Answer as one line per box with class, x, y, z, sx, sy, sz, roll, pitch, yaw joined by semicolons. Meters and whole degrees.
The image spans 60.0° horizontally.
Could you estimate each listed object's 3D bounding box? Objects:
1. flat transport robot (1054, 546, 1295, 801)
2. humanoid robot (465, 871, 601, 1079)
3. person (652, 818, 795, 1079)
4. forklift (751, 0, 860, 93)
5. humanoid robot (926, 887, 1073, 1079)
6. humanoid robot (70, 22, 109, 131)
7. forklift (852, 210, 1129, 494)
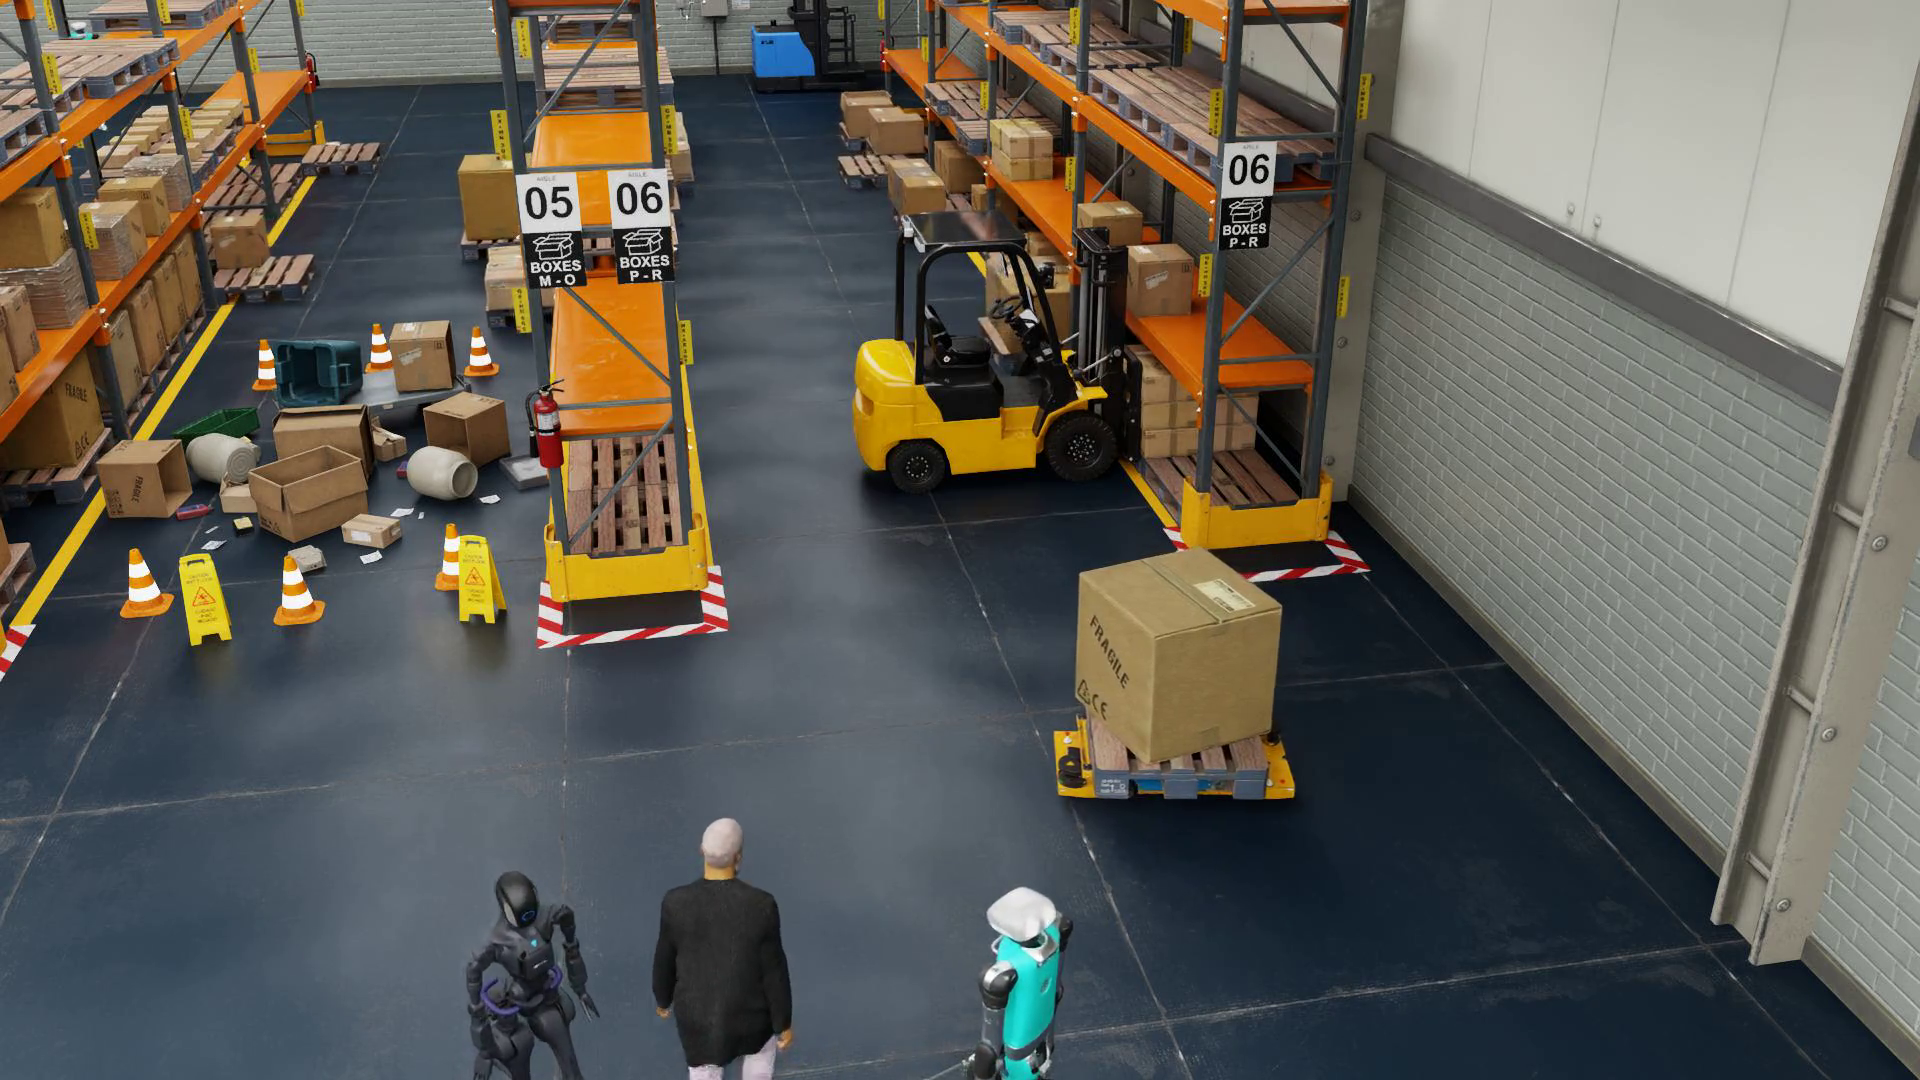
flat transport robot;1.312;1.348;10.322;1.431;0.231;0.659;0;26;1
humanoid robot;-1.862;2.058;7.226;0.442;1.631;0.607;21;33;36
person;-1.010;1.988;7.183;0.610;1.824;0.683;2;26;3
forklift;-2.872;-9.679;30.288;1.873;2.768;1.129;-5;26;-10
humanoid robot;0.084;2.170;6.938;0.681;1.812;0.535;17;31;32
humanoid robot;-14.459;-7.668;27.425;0.542;1.769;0.960;-23;34;-39
forklift;0.216;-1.659;14.366;2.313;2.155;1.214;-5;26;-10
